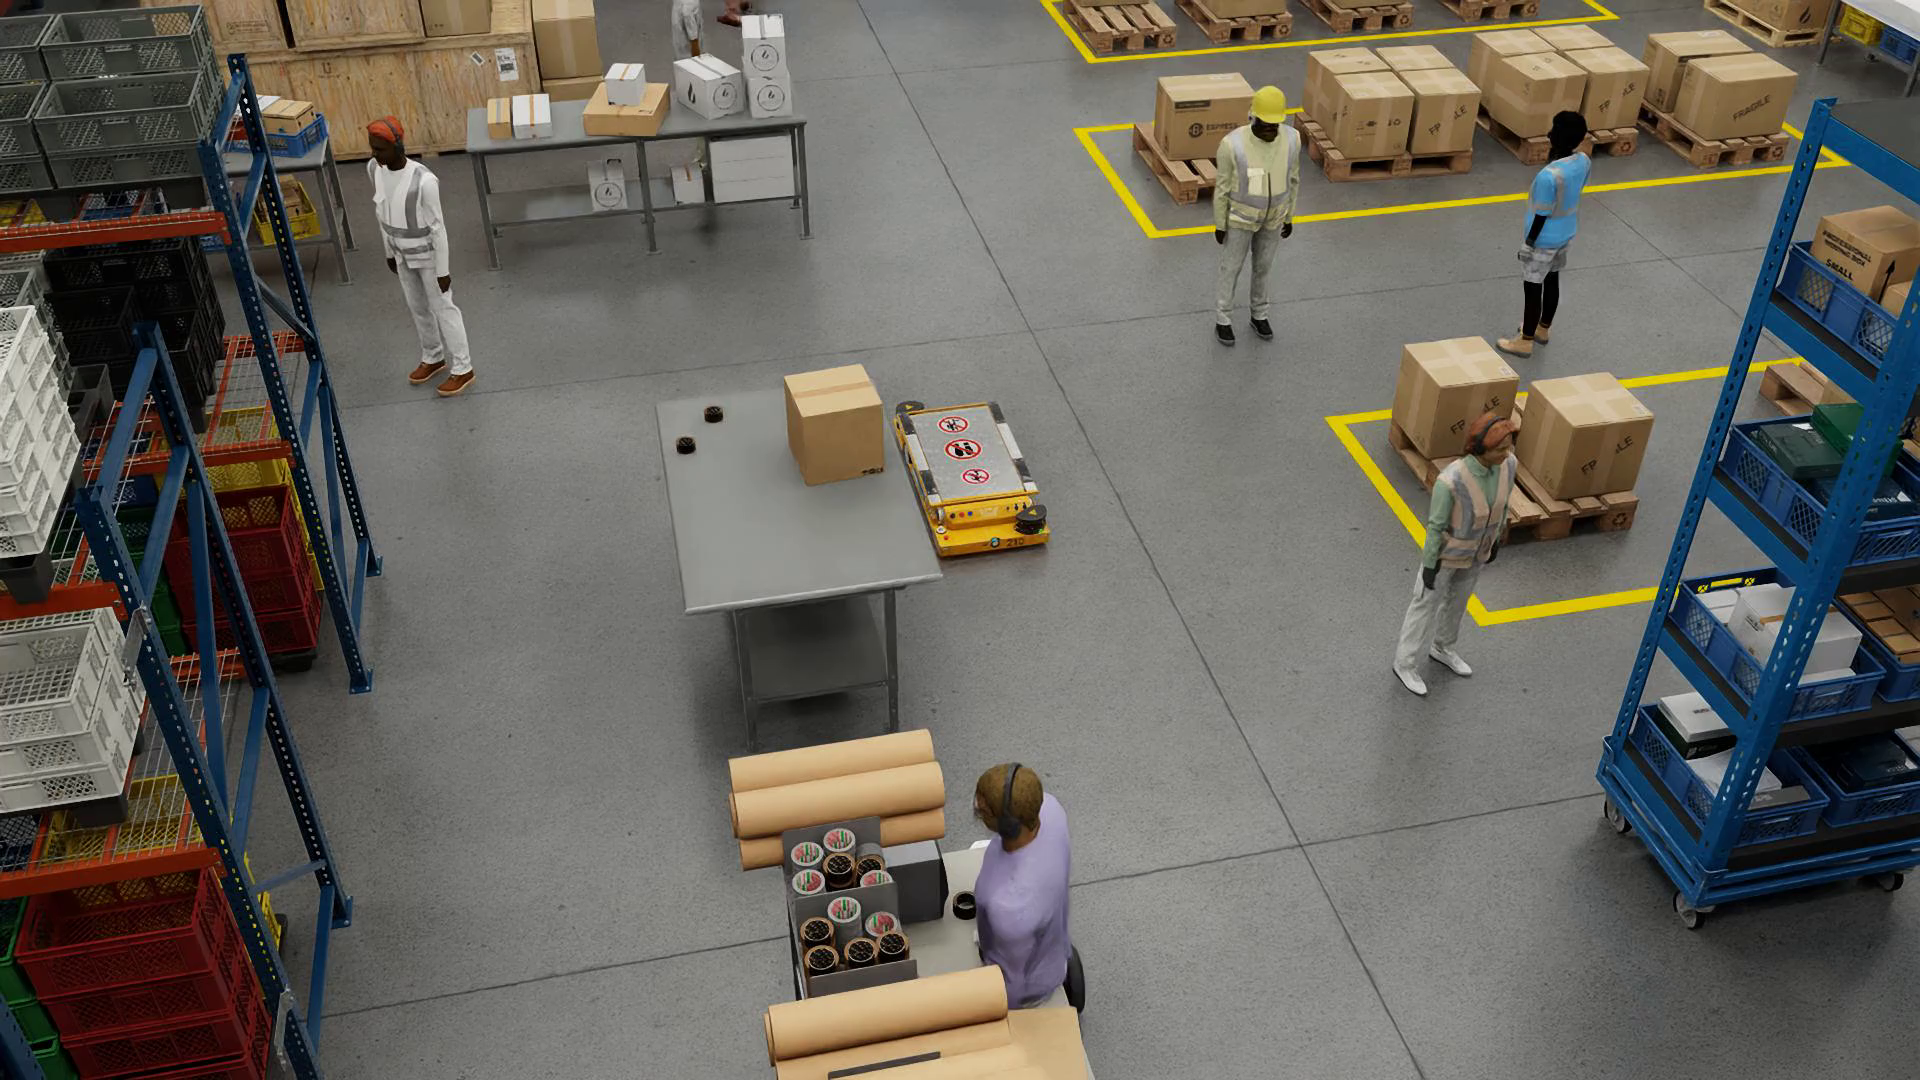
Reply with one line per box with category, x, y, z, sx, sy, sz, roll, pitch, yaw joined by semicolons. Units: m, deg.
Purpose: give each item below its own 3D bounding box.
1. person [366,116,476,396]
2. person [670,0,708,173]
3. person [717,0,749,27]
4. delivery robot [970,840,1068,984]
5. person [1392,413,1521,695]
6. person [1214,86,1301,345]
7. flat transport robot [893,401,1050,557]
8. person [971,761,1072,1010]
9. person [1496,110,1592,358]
person;-3.463;-1.814;10.635;0.578;1.878;0.343;21;42;26
person;-2.165;-3.724;13.206;0.321;1.871;0.532;-8;37;-11
person;-2.331;-6.000;16.257;0.474;1.879;0.658;22;42;27
delivery robot;0.234;1.591;7.081;0.477;0.478;0.707;-5;37;-6
person;2.495;0.066;8.312;0.516;1.633;0.317;-19;41;-23
person;1.984;-2.176;11.167;0.583;1.823;0.403;-8;37;-11
flat transport robot;0.046;-0.430;10.108;0.652;0.197;1.431;-8;37;-10
person;0.216;1.546;6.079;0.371;1.931;0.626;8;37;11
person;3.906;-2.029;11.070;0.539;1.695;0.318;-30;46;-34
